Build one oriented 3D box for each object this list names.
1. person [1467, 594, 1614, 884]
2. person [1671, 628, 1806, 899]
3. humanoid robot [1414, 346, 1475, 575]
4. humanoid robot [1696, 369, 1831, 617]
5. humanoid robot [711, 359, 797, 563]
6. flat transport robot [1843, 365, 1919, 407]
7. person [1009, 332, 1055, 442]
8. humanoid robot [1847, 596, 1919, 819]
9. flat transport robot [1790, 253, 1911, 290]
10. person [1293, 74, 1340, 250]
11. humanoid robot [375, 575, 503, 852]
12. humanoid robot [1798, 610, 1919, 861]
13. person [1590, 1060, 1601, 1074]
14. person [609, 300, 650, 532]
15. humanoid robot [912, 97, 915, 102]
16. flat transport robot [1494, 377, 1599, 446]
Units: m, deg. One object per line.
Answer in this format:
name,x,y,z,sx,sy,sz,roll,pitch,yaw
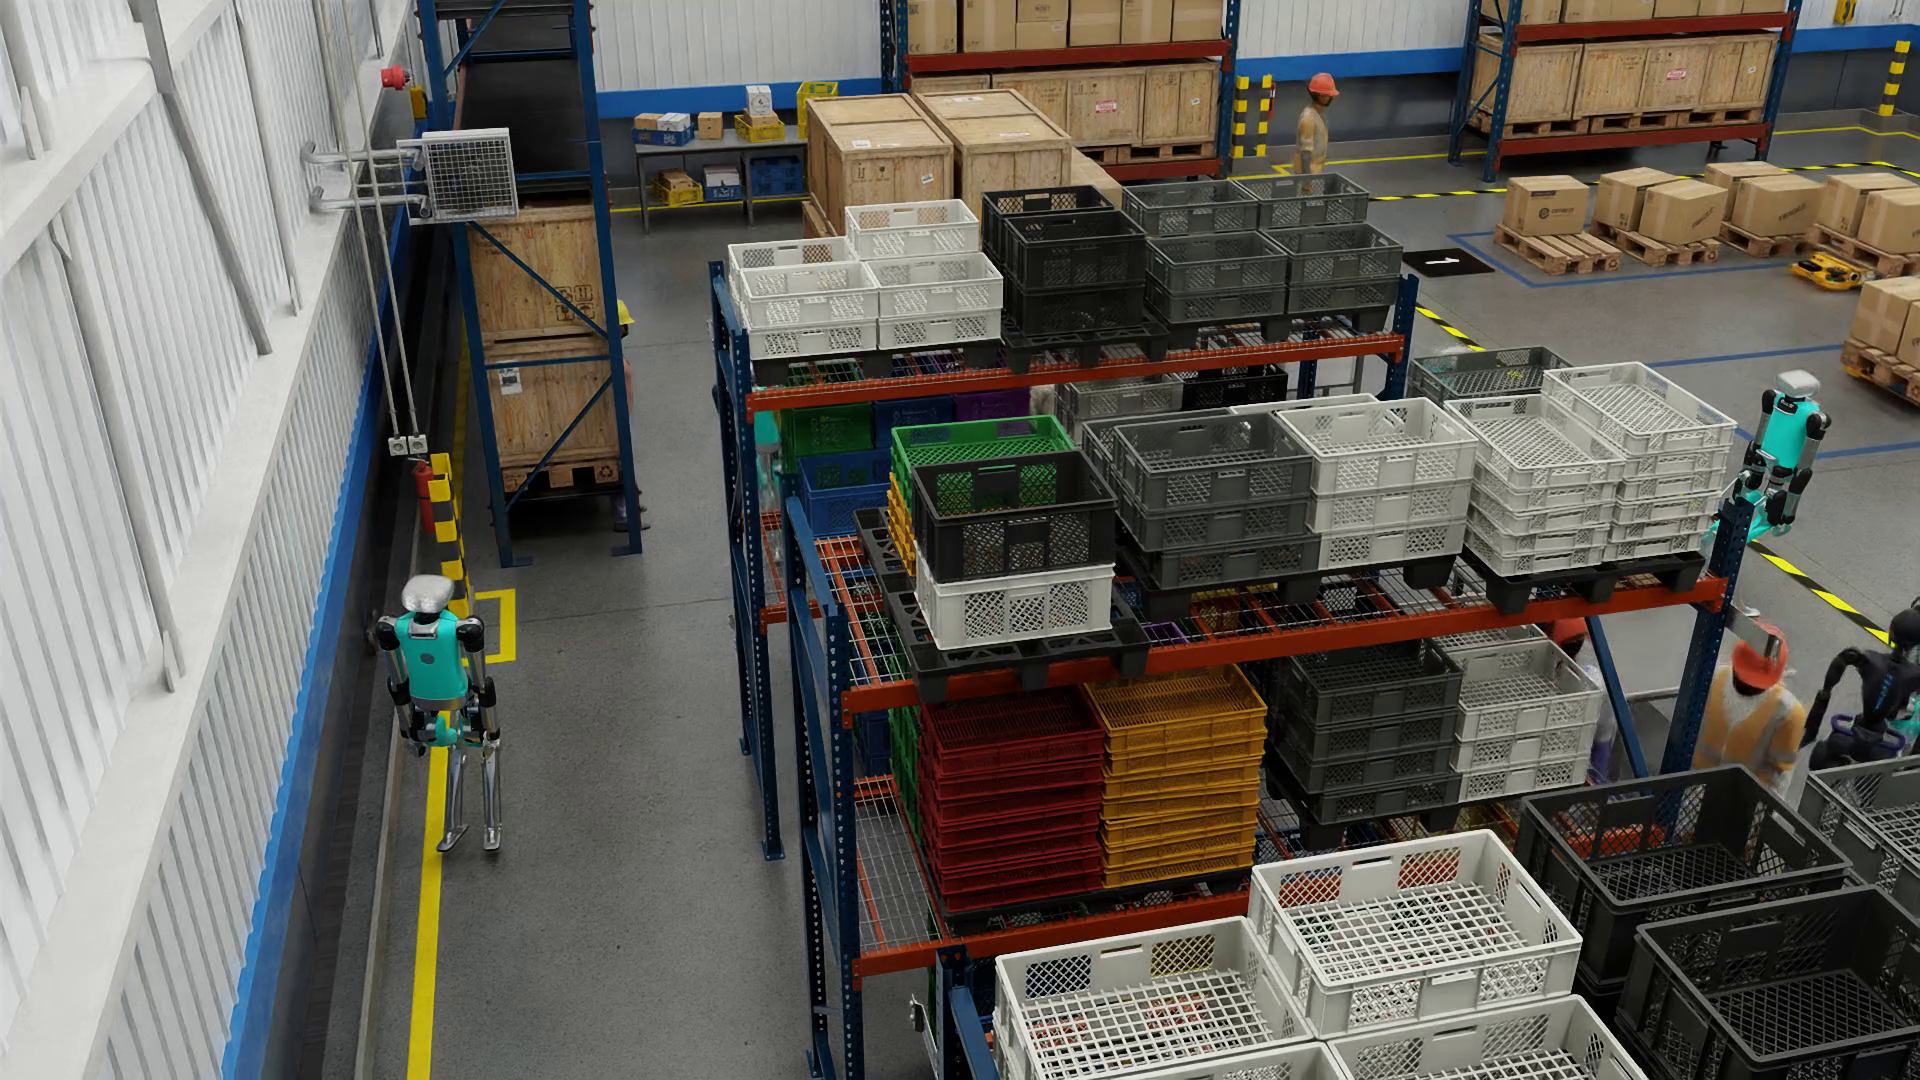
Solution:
person,2.785,1.200,7.910,0.636,2.011,0.816,-6,28,-12
person,3.696,1.188,8.061,0.576,1.872,1.005,23,36,37
humanoid robot,3.123,-0.586,11.641,1.043,1.743,0.538,25,37,38
humanoid robot,5.108,-0.276,10.850,0.735,1.677,0.533,-7,29,-13
humanoid robot,-1.327,-0.522,11.550,0.559,1.831,0.870,3,28,6
flat transport robot,8.534,-1.348,14.575,0.652,0.197,1.431,-6,28,-12
person,0.460,-0.634,11.574,0.500,1.836,0.340,20,34,32
humanoid robot,5.126,0.827,8.918,0.530,1.795,0.771,4,28,7
flat transport robot,9.580,-2.877,17.475,1.431,0.197,0.652,-6,28,-12
person,3.716,-3.885,17.548,0.468,2.024,0.627,10,30,19
humanoid robot,-2.623,0.851,8.718,0.533,1.671,0.735,1,28,1
humanoid robot,4.598,1.089,8.513,0.610,1.635,0.682,17,32,29
person,2.349,2.158,6.412,0.888,1.696,0.498,-13,30,-23
person,-2.487,-0.910,12.176,0.337,1.761,0.522,-8,29,-15
humanoid robot,-0.384,-4.023,18.173,0.422,1.647,0.596,-7,29,-13
flat transport robot,4.780,-1.036,14.013,0.659,0.231,1.431,-6,28,-12
